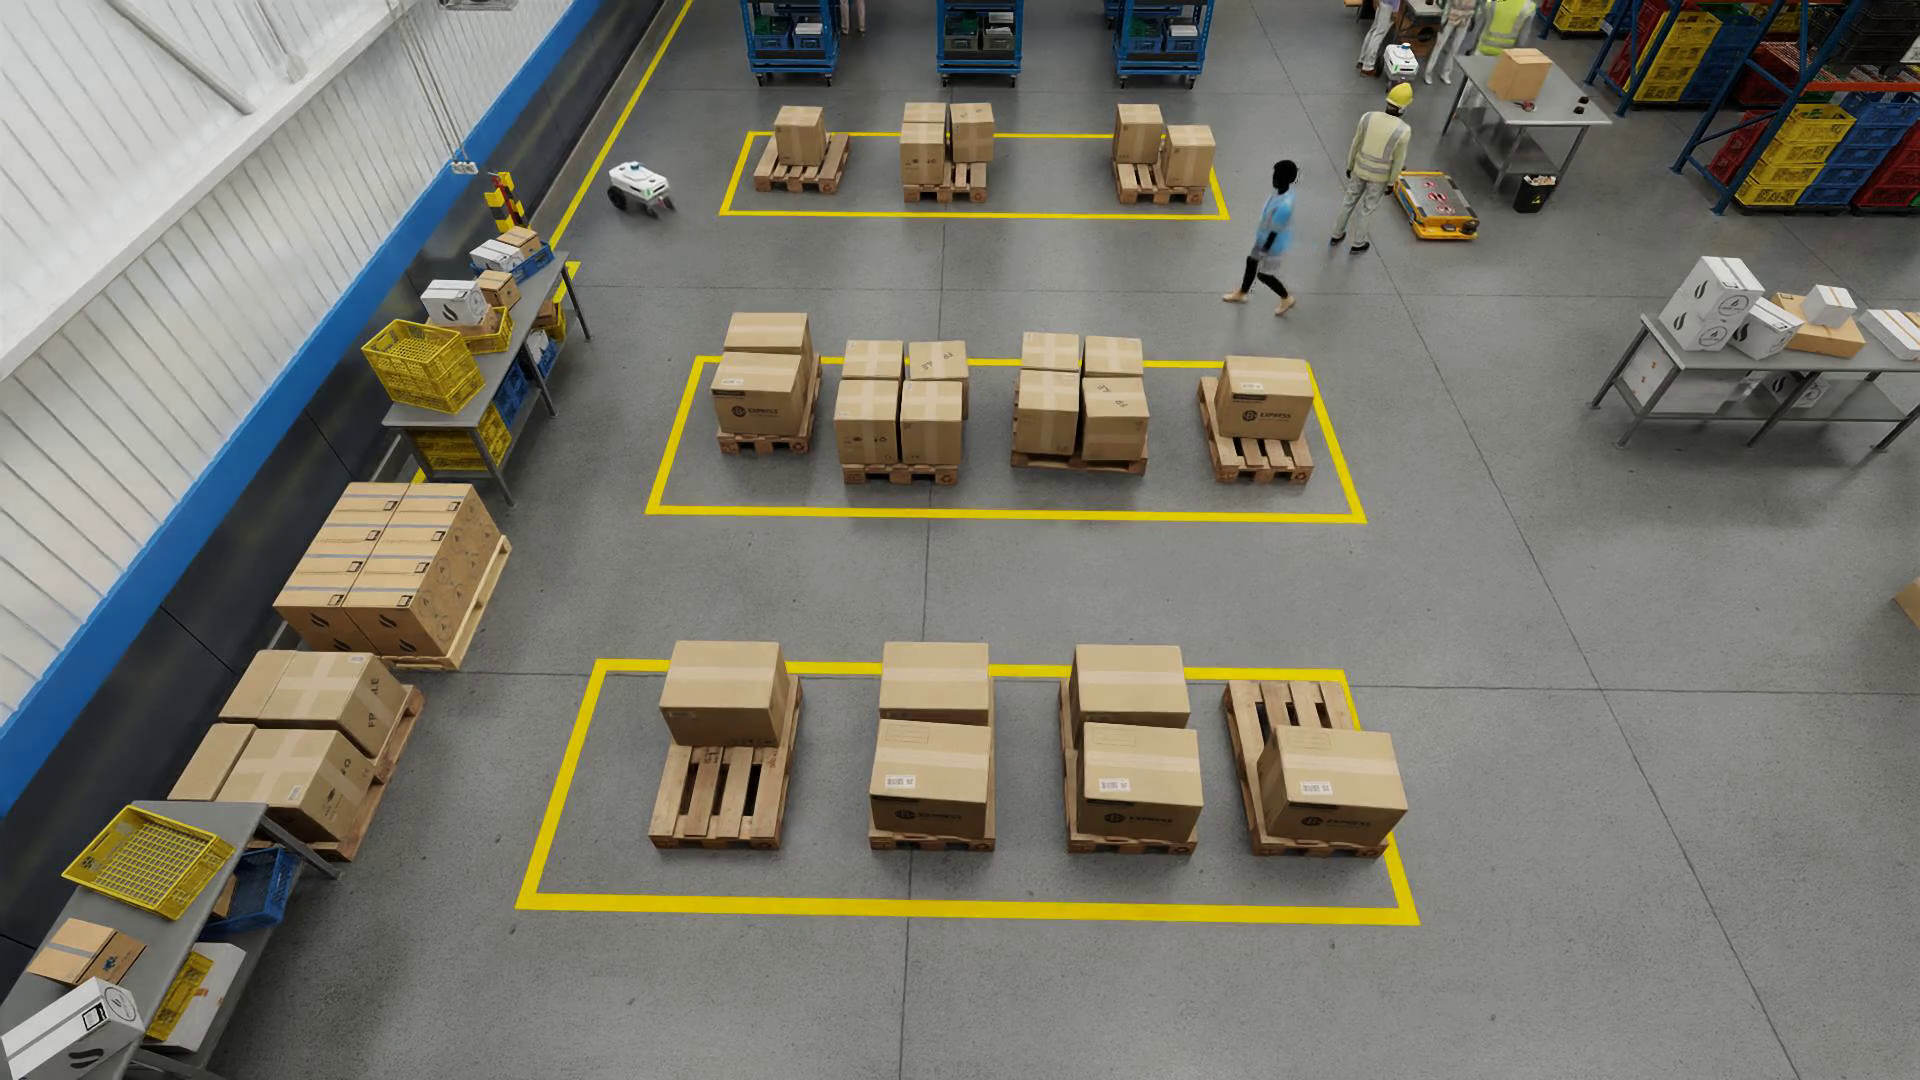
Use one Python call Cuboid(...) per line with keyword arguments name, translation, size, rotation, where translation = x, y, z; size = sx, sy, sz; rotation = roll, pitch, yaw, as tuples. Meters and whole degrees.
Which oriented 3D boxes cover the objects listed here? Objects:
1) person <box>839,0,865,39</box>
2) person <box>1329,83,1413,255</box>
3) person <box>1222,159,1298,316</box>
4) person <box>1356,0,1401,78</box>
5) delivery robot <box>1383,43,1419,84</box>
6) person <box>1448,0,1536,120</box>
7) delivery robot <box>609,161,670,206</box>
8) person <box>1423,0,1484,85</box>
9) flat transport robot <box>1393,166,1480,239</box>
Cuboid(name="person", translation=(-1.684, -8.756, 13.976), size=(0.626, 1.980, 0.411), rotation=(-19, 52, -16))
Cuboid(name="person", translation=(4.494, -4.016, 9.965), size=(0.404, 1.831, 0.601), rotation=(-34, 57, -26))
Cuboid(name="person", translation=(3.174, -3.012, 9.201), size=(0.650, 1.673, 0.538), rotation=(4, 49, 4))
Cuboid(name="person", translation=(6.129, -7.682, 13.078), size=(0.366, 1.932, 0.631), rotation=(4, 49, 4))
Cuboid(name="delivery robot", translation=(6.375, -6.918, 13.257), size=(0.477, 0.478, 0.707), rotation=(4, 49, 3))
Cuboid(name="person", translation=(7.026, -6.454, 12.085), size=(0.669, 1.830, 0.429), rotation=(25, 54, 20))
Cuboid(name="delivery robot", translation=(-3.837, -4.280, 10.973), size=(0.707, 0.478, 0.477), rotation=(28, 55, 22))
Cuboid(name="person", translation=(7.040, -7.330, 12.964), size=(0.528, 1.637, 0.319), rotation=(-2, 49, -2))
Cuboid(name="flat transport robot", translation=(5.692, -4.094, 11.059), size=(0.652, 0.197, 1.431), rotation=(1, 49, 1))
